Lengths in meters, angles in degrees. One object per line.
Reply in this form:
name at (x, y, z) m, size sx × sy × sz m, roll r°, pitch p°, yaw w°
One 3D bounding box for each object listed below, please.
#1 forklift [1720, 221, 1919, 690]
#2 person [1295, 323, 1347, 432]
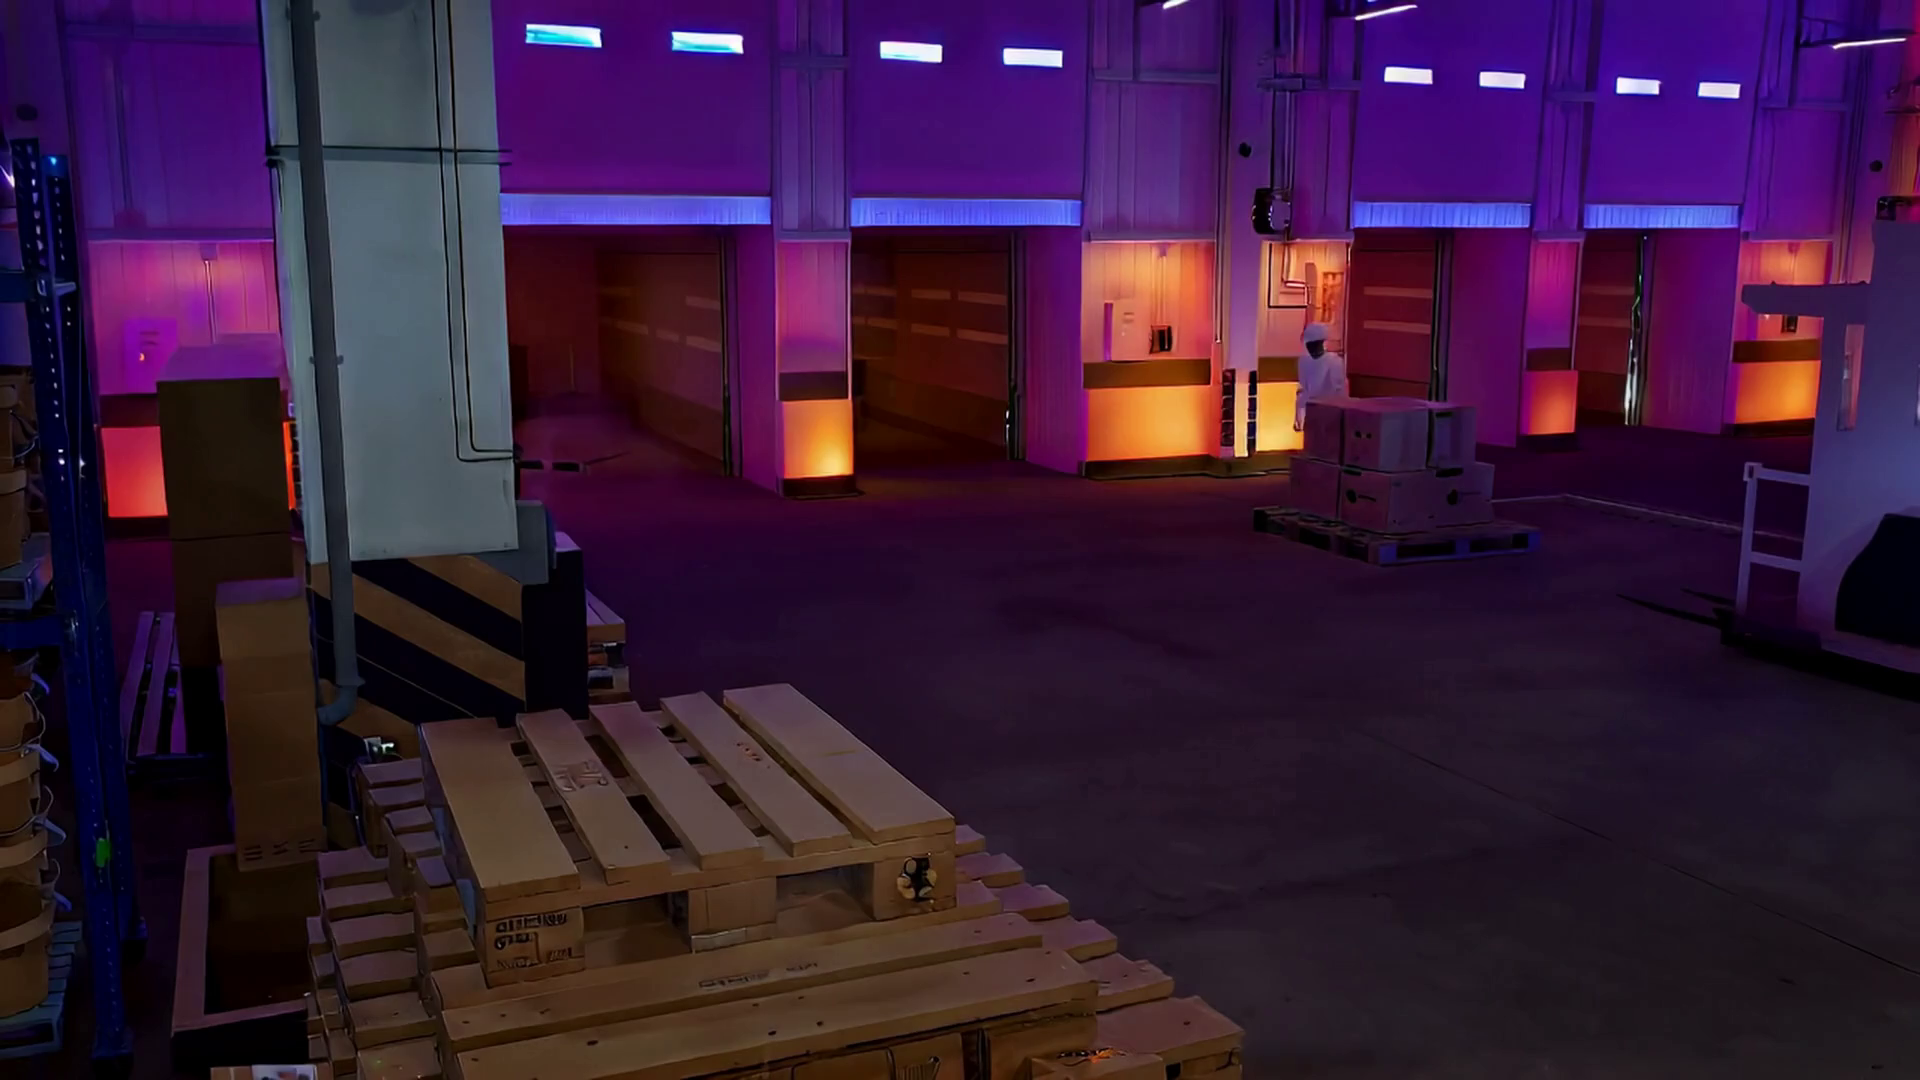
forklift at (5.949, -0.550, 10.218) m, size 1.129 × 2.768 × 1.873 m, roll -4°, pitch 11°, yaw -23°
person at (3.742, -1.320, 17.287) m, size 0.982 × 1.869 × 0.553 m, roll -9°, pitch 14°, yaw -41°
